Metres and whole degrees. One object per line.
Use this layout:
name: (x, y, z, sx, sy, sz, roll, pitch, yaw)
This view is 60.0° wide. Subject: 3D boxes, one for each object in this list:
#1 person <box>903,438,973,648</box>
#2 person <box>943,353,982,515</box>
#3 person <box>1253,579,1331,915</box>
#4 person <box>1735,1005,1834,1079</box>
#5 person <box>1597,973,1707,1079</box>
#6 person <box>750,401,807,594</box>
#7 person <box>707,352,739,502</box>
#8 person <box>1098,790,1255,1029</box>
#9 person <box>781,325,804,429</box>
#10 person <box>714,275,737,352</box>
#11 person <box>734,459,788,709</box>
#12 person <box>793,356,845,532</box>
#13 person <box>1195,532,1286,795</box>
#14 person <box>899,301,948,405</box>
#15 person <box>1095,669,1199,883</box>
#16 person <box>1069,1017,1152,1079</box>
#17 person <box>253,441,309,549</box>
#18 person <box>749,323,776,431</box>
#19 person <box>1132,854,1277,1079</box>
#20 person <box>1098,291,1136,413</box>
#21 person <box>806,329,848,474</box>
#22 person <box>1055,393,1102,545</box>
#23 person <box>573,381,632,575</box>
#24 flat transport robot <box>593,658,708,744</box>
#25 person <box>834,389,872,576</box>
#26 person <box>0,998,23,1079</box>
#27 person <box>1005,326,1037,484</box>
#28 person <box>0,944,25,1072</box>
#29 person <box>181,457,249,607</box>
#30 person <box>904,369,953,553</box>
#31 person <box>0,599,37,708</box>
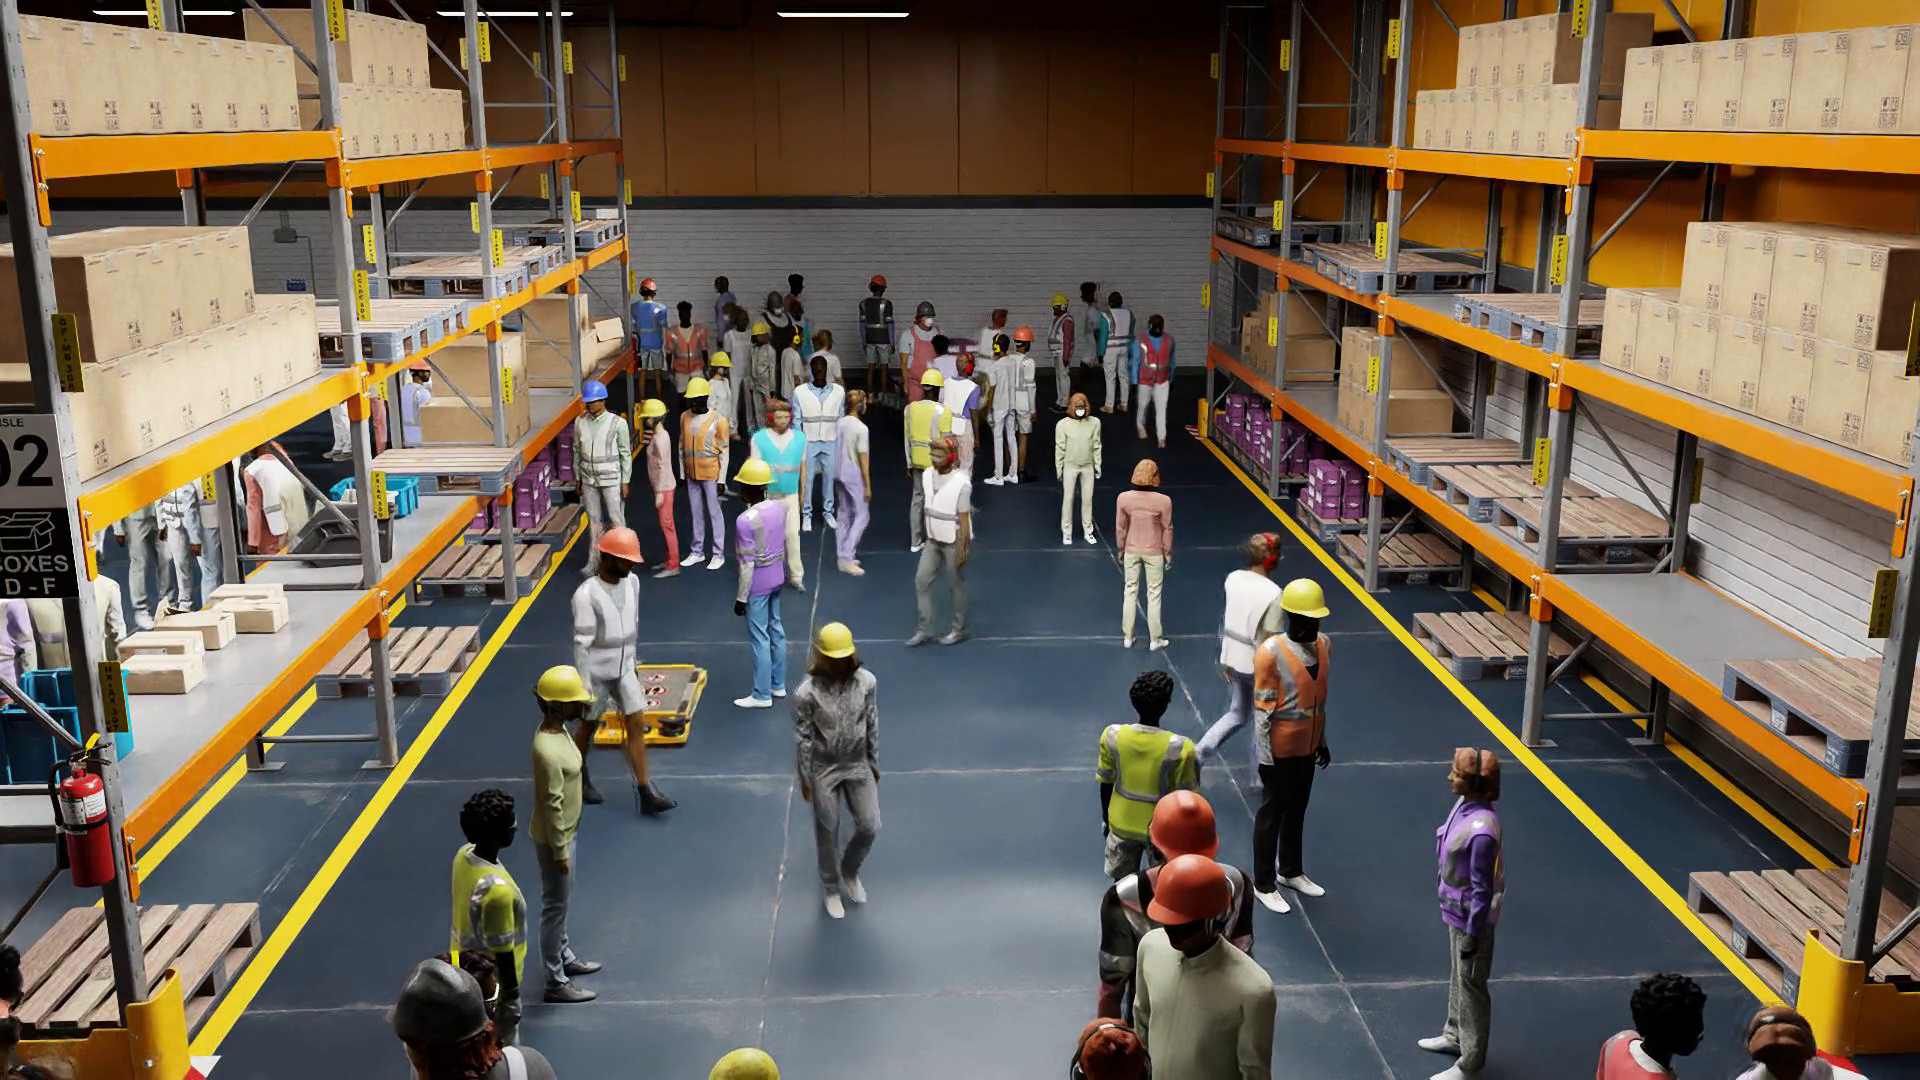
person: (-0.195, 0.040, 13.991, 0.744, 1.816, 0.610, -13, 19, -41)
person: (0.006, -1.191, 18.813, 0.394, 1.836, 0.561, -12, 19, -39)
person: (1.895, 1.147, 9.442, 0.587, 1.928, 0.363, -12, 19, -39)
person: (2.730, 2.281, 5.607, 0.548, 1.611, 0.372, -7, 16, -27)
person: (2.287, 2.239, 5.608, 0.319, 1.698, 0.538, 0, 14, 0)
person: (-1.720, -0.422, 15.884, 0.612, 1.819, 0.701, -5, 15, -18)
person: (-2.799, -1.332, 19.515, 0.333, 1.764, 0.527, 3, 15, 13)
person: (0.830, 1.892, 6.322, 0.612, 2.031, 0.403, -4, 15, -13)
person: (-2.101, -1.800, 21.140, 0.333, 1.864, 0.505, -7, 16, -24)
person: (-3.795, -3.317, 26.971, 0.369, 1.933, 0.627, 3, 15, 13)
person: (-1.525, 0.330, 12.645, 0.355, 1.930, 0.587, 6, 16, 23)
person: (-1.530, -1.061, 18.128, 0.590, 1.919, 0.396, -5, 15, -19)
person: (1.867, 0.836, 10.882, 0.736, 1.822, 0.568, -7, 16, -25)
person: (-0.444, -2.166, 22.220, 0.682, 2.000, 0.537, -6, 15, -22)
person: (0.967, 1.485, 8.575, 0.541, 1.695, 0.315, 7, 16, 25)
person: (0.446, 2.311, 4.973, 0.576, 1.880, 0.360, 1, 14, 3)
person: (-5.767, -0.012, 14.437, 0.636, 1.732, 0.573, -2, 14, -6)
person: (-2.672, -2.070, 22.463, 0.486, 1.736, 0.341, 13, 19, 41)
person: (0.820, 2.029, 5.869, 0.407, 1.986, 0.616, -13, 19, -41)
person: (2.363, -2.865, 25.367, 0.630, 1.839, 0.429, -8, 16, -29)
person: (-1.667, -1.767, 21.146, 0.523, 1.830, 0.731, 11, 18, 37)
person: (1.244, -0.750, 17.501, 0.504, 1.622, 0.285, -3, 15, -13)
person: (-3.499, -0.592, 16.227, 0.614, 1.945, 0.404, 5, 15, 18)
flat transport robot: (-2.314, 1.199, 12.539, 0.652, 0.197, 1.431, 0, 14, -2)
person: (-1.069, -0.569, 16.392, 0.454, 1.830, 0.534, -11, 18, -37)
person: (-2.832, 2.223, 5.071, 0.620, 2.031, 0.473, -1, 14, -4)
person: (0.759, -1.662, 20.473, 0.387, 1.929, 0.543, -12, 18, -38)
person: (-3.479, 2.204, 5.848, 0.640, 1.657, 0.551, -10, 18, -35)
person: (-6.429, -0.097, 14.377, 0.410, 1.908, 0.598, 7, 16, 24)
person: (-0.308, -0.801, 17.137, 0.583, 1.909, 0.424, 10, 18, 35)
person: (-6.039, 0.920, 10.333, 0.594, 1.924, 0.382, 1, 14, 4)
